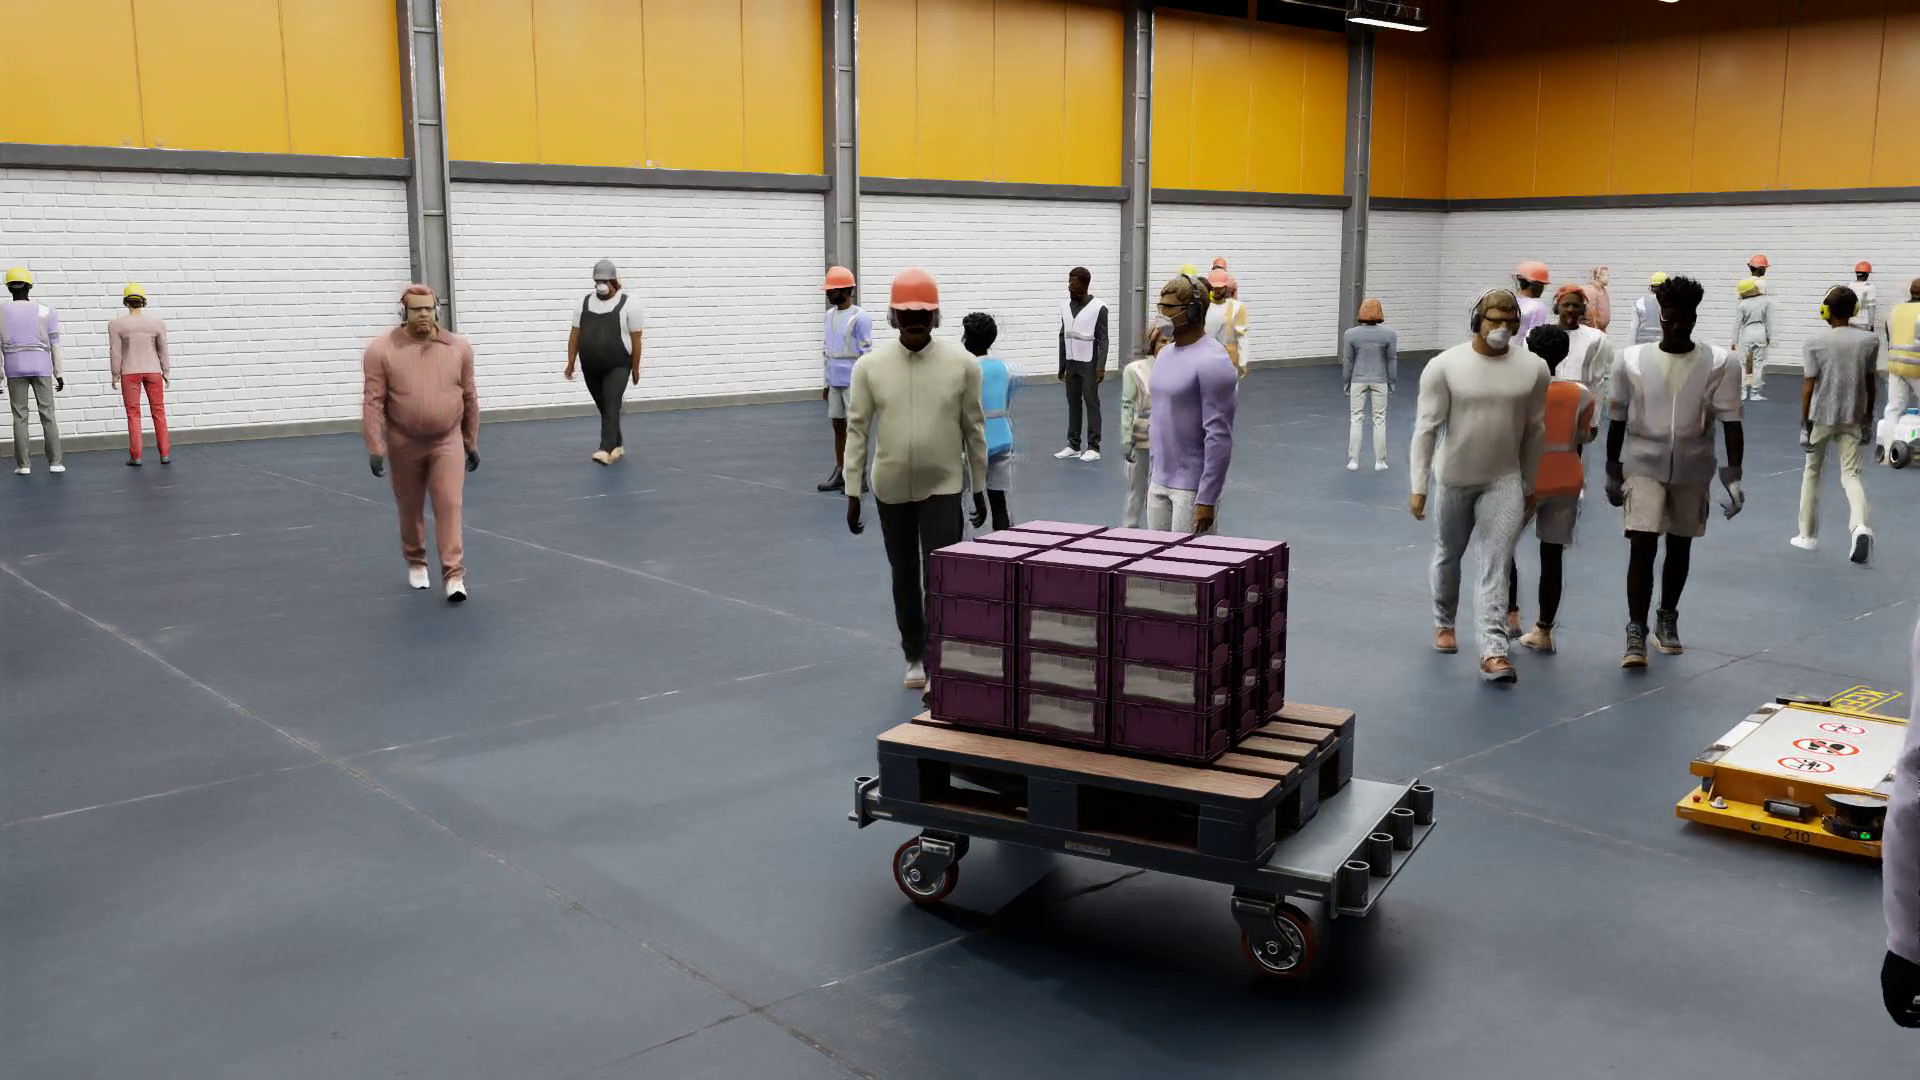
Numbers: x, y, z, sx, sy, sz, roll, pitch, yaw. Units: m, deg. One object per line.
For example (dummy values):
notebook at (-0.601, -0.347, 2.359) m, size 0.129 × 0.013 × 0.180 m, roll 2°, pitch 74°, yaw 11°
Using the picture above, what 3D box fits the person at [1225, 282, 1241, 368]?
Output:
person at (4.056, -3.074, 25.131) m, size 0.375 × 1.623 × 0.544 m, roll -9°, pitch 13°, yaw -43°

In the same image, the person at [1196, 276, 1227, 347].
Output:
person at (2.079, -1.377, 14.597) m, size 0.487 × 1.846 × 0.464 m, roll -1°, pitch 10°, yaw -4°

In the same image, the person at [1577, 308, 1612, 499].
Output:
person at (5.112, -1.137, 13.830) m, size 0.534 × 1.609 × 0.665 m, roll 6°, pitch 12°, yaw 33°

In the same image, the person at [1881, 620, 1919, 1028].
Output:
person at (1.846, 0.682, 2.623) m, size 0.711 × 1.823 × 0.450 m, roll 4°, pitch 11°, yaw 24°

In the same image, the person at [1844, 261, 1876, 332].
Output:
person at (14.610, -3.555, 27.056) m, size 0.373 × 1.934 × 0.551 m, roll -7°, pitch 12°, yaw -34°

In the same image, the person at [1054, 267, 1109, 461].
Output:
person at (1.226, -1.749, 16.540) m, size 0.383 × 1.916 × 0.591 m, roll -9°, pitch 13°, yaw -43°

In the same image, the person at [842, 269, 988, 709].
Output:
person at (-0.208, -0.219, 7.463) m, size 0.655 × 1.949 × 0.991 m, roll 1°, pitch 10°, yaw 3°

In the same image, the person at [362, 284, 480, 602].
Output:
person at (-3.174, -0.575, 9.844) m, size 0.668 × 1.851 × 0.989 m, roll -4°, pitch 11°, yaw -23°

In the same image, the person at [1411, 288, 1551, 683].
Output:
person at (2.529, -0.285, 8.124) m, size 0.660 × 1.872 × 1.080 m, roll 1°, pitch 10°, yaw 5°

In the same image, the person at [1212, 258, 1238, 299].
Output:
person at (4.271, -3.651, 27.461) m, size 0.614 × 1.988 × 0.396 m, roll 0°, pitch 10°, yaw -2°

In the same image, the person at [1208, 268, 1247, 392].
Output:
person at (2.721, -1.898, 17.464) m, size 0.548 × 1.910 × 0.921 m, roll 1°, pitch 10°, yaw 6°

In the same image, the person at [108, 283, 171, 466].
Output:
person at (-7.928, -1.595, 16.084) m, size 0.535 × 1.767 × 0.317 m, roll -8°, pitch 12°, yaw -38°

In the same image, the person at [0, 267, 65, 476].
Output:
person at (-8.629, -1.552, 15.391) m, size 0.585 × 1.917 × 0.382 m, roll -6°, pitch 11°, yaw -30°

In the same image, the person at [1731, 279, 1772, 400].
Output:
person at (11.106, -2.801, 23.355) m, size 0.620 × 1.701 × 0.341 m, roll 0°, pitch 10°, yaw -2°

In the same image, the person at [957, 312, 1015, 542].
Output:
person at (0.069, -0.581, 10.400) m, size 0.546 × 1.666 × 0.685 m, roll -9°, pitch 14°, yaw -44°

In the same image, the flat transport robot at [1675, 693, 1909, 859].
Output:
flat transport robot at (3.224, 0.841, 6.190) m, size 0.652 × 0.197 × 1.431 m, roll 8°, pitch 12°, yaw 39°

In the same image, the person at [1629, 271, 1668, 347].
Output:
person at (8.589, -2.392, 20.550) m, size 0.600 × 1.832 × 0.404 m, roll 4°, pitch 10°, yaw 22°

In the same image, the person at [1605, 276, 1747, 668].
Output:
person at (3.505, -0.321, 8.167) m, size 0.640 × 1.906 × 0.963 m, roll 3°, pitch 10°, yaw 19°

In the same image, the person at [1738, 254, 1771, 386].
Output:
person at (12.368, -3.415, 25.921) m, size 0.381 × 2.045 × 0.605 m, roll -1°, pitch 10°, yaw -8°

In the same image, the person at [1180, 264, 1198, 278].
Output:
person at (3.432, -3.129, 24.685) m, size 0.840 × 1.894 × 0.620 m, roll -8°, pitch 12°, yaw -38°

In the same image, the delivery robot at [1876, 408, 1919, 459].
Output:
delivery robot at (9.154, -1.026, 16.015) m, size 0.477 × 0.478 × 0.707 m, roll 0°, pitch 10°, yaw 3°

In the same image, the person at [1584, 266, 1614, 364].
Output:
person at (9.479, -3.095, 24.565) m, size 0.979 × 1.859 × 0.675 m, roll 8°, pitch 13°, yaw 40°

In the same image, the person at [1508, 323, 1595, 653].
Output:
person at (2.961, -0.263, 8.528) m, size 0.529 × 1.679 × 0.435 m, roll -1°, pitch 10°, yaw -8°

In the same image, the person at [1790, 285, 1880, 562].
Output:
person at (5.917, -0.789, 11.174) m, size 0.526 × 1.840 × 0.867 m, roll 2°, pitch 10°, yaw 11°

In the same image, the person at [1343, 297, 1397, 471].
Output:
person at (3.865, -1.467, 15.710) m, size 0.499 × 1.636 × 0.286 m, roll 3°, pitch 10°, yaw 15°

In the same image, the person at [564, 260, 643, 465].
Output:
person at (-3.485, -1.769, 16.297) m, size 0.692 × 2.000 × 1.013 m, roll 2°, pitch 10°, yaw 14°

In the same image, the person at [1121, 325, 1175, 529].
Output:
person at (1.291, -0.640, 11.001) m, size 0.514 × 1.596 × 0.867 m, roll -1°, pitch 10°, yaw -7°

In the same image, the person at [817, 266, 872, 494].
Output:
person at (-0.989, -1.351, 14.163) m, size 0.375 × 1.934 × 0.548 m, roll -9°, pitch 13°, yaw -43°

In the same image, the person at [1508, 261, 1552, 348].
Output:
person at (5.144, -1.610, 15.584) m, size 1.104 × 1.981 × 0.641 m, roll -3°, pitch 10°, yaw -16°

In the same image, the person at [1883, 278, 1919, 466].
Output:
person at (9.279, -1.615, 16.031) m, size 0.728 × 1.818 × 0.662 m, roll -3°, pitch 10°, yaw -18°

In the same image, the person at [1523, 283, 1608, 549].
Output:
person at (4.275, -0.905, 11.855) m, size 0.580 × 1.843 × 0.971 m, roll 3°, pitch 10°, yaw 19°

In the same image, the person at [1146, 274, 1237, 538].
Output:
person at (1.023, -0.234, 7.610) m, size 0.372 × 1.940 × 0.630 m, roll -4°, pitch 10°, yaw -20°
